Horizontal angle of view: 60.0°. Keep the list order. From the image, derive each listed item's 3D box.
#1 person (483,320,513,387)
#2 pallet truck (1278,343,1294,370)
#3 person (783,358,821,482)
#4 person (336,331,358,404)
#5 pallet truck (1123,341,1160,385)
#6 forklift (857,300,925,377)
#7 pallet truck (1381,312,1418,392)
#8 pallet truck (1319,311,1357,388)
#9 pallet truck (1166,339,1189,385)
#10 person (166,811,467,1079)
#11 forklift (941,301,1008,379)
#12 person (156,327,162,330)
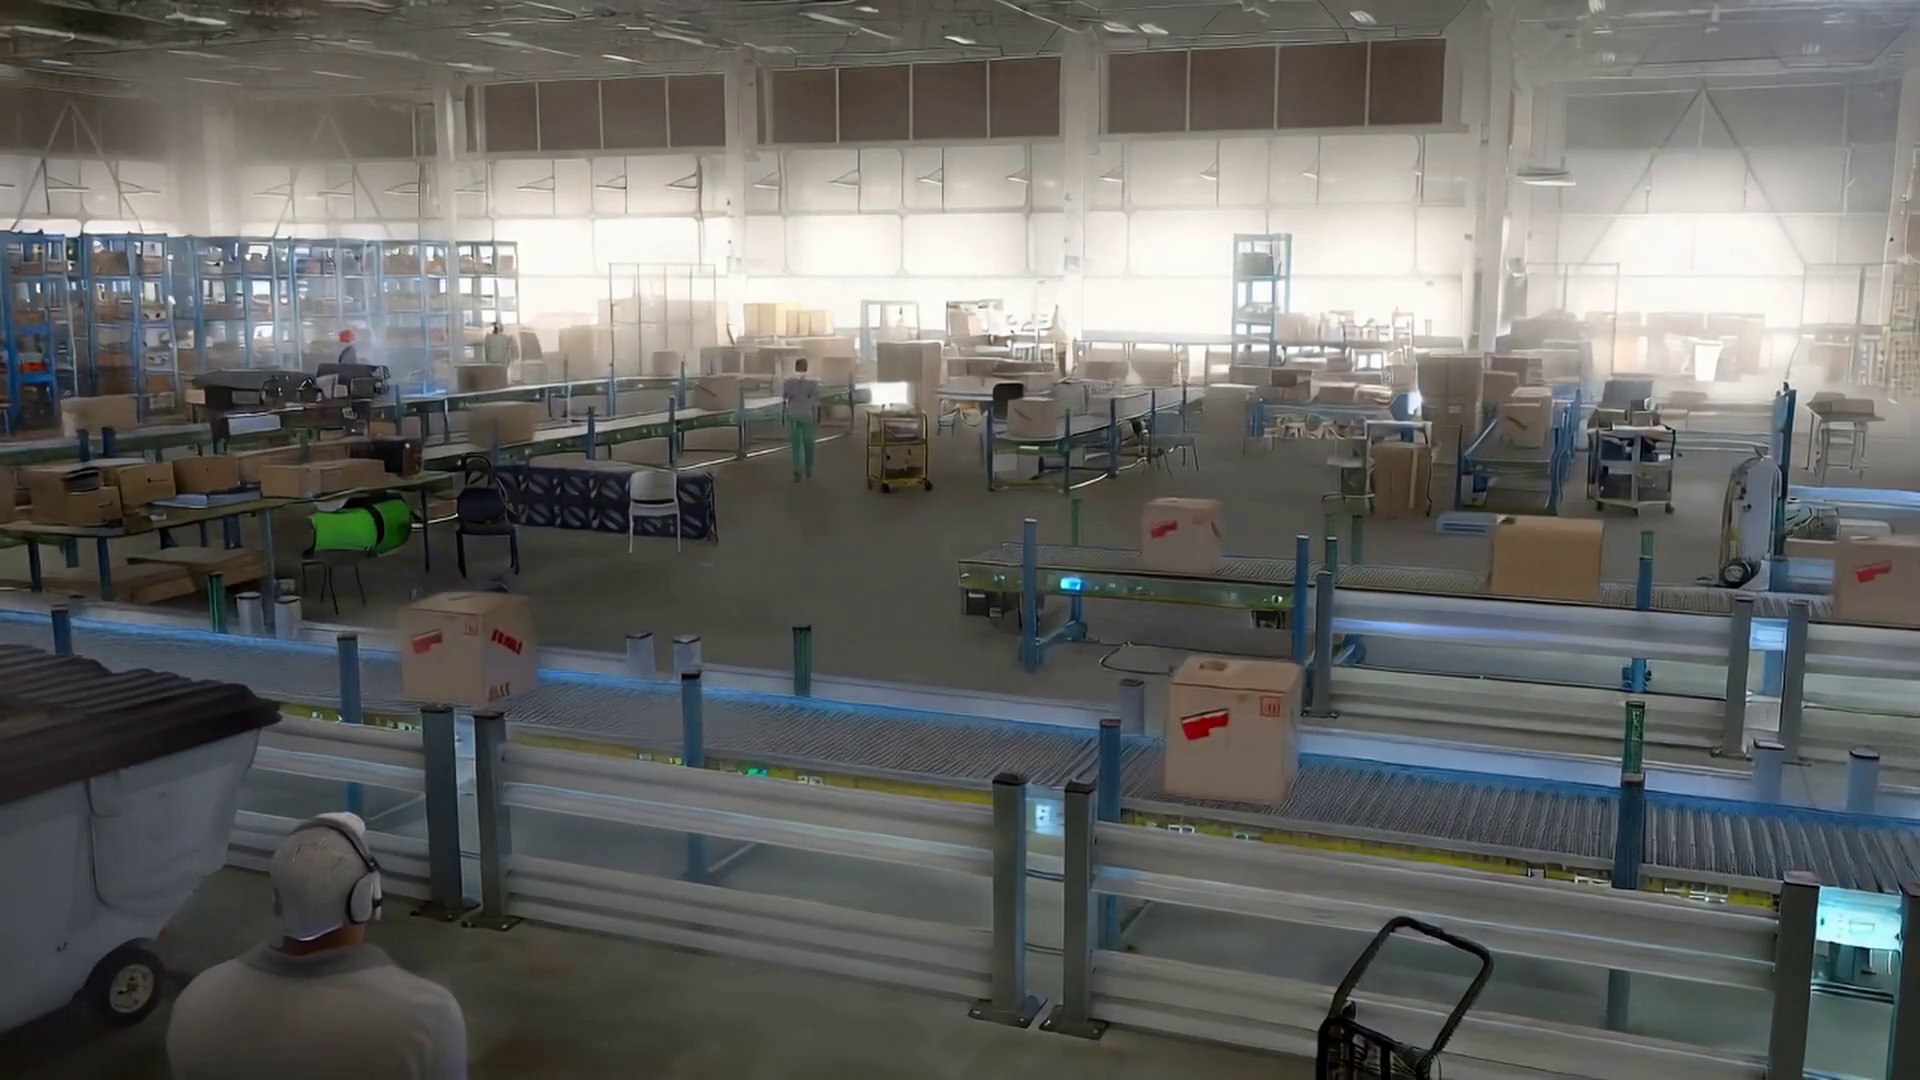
[{"bbox_3d":[-9.686,-3.654,34.830,0.639,1.910,0.407,1,9,6],"label":"person"},{"bbox_3d":[7.886,-4.163,39.743,0.653,1.274,1.630,4,10,22],"label":"pallet truck"},{"bbox_3d":[-2.236,-1.707,23.537,0.528,1.750,0.639,-1,9,-4],"label":"person"},{"bbox_3d":[-11.631,-3.087,31.695,0.795,1.807,0.602,-4,10,-24],"label":"person"},{"bbox_3d":[4.445,-4.380,41.279,0.680,1.201,1.601,4,10,22],"label":"pallet truck"},{"bbox_3d":[-1.732,-5.109,42.468,1.157,1.987,2.680,4,10,22],"label":"forklift"},{"bbox_3d":[10.207,-4.283,38.369,0.823,1.965,1.885,3,10,20],"label":"pallet truck"},{"bbox_3d":[9.071,-4.419,39.190,0.823,1.965,1.885,5,10,26],"label":"pallet truck"},{"bbox_3d":[5.418,-4.269,40.420,0.704,1.261,1.522,3,10,20],"label":"pallet truck"},{"bbox_3d":[-1.316,1.515,3.562,0.639,1.899,0.395,1,9,5],"label":"person"},{"bbox_3d":[0.365,-4.966,41.571,1.157,1.987,2.680,3,10,20],"label":"forklift"},{"bbox_3d":[-17.910,-4.015,37.249,0.577,1.831,0.396,-7,11,-34],"label":"person"}]
